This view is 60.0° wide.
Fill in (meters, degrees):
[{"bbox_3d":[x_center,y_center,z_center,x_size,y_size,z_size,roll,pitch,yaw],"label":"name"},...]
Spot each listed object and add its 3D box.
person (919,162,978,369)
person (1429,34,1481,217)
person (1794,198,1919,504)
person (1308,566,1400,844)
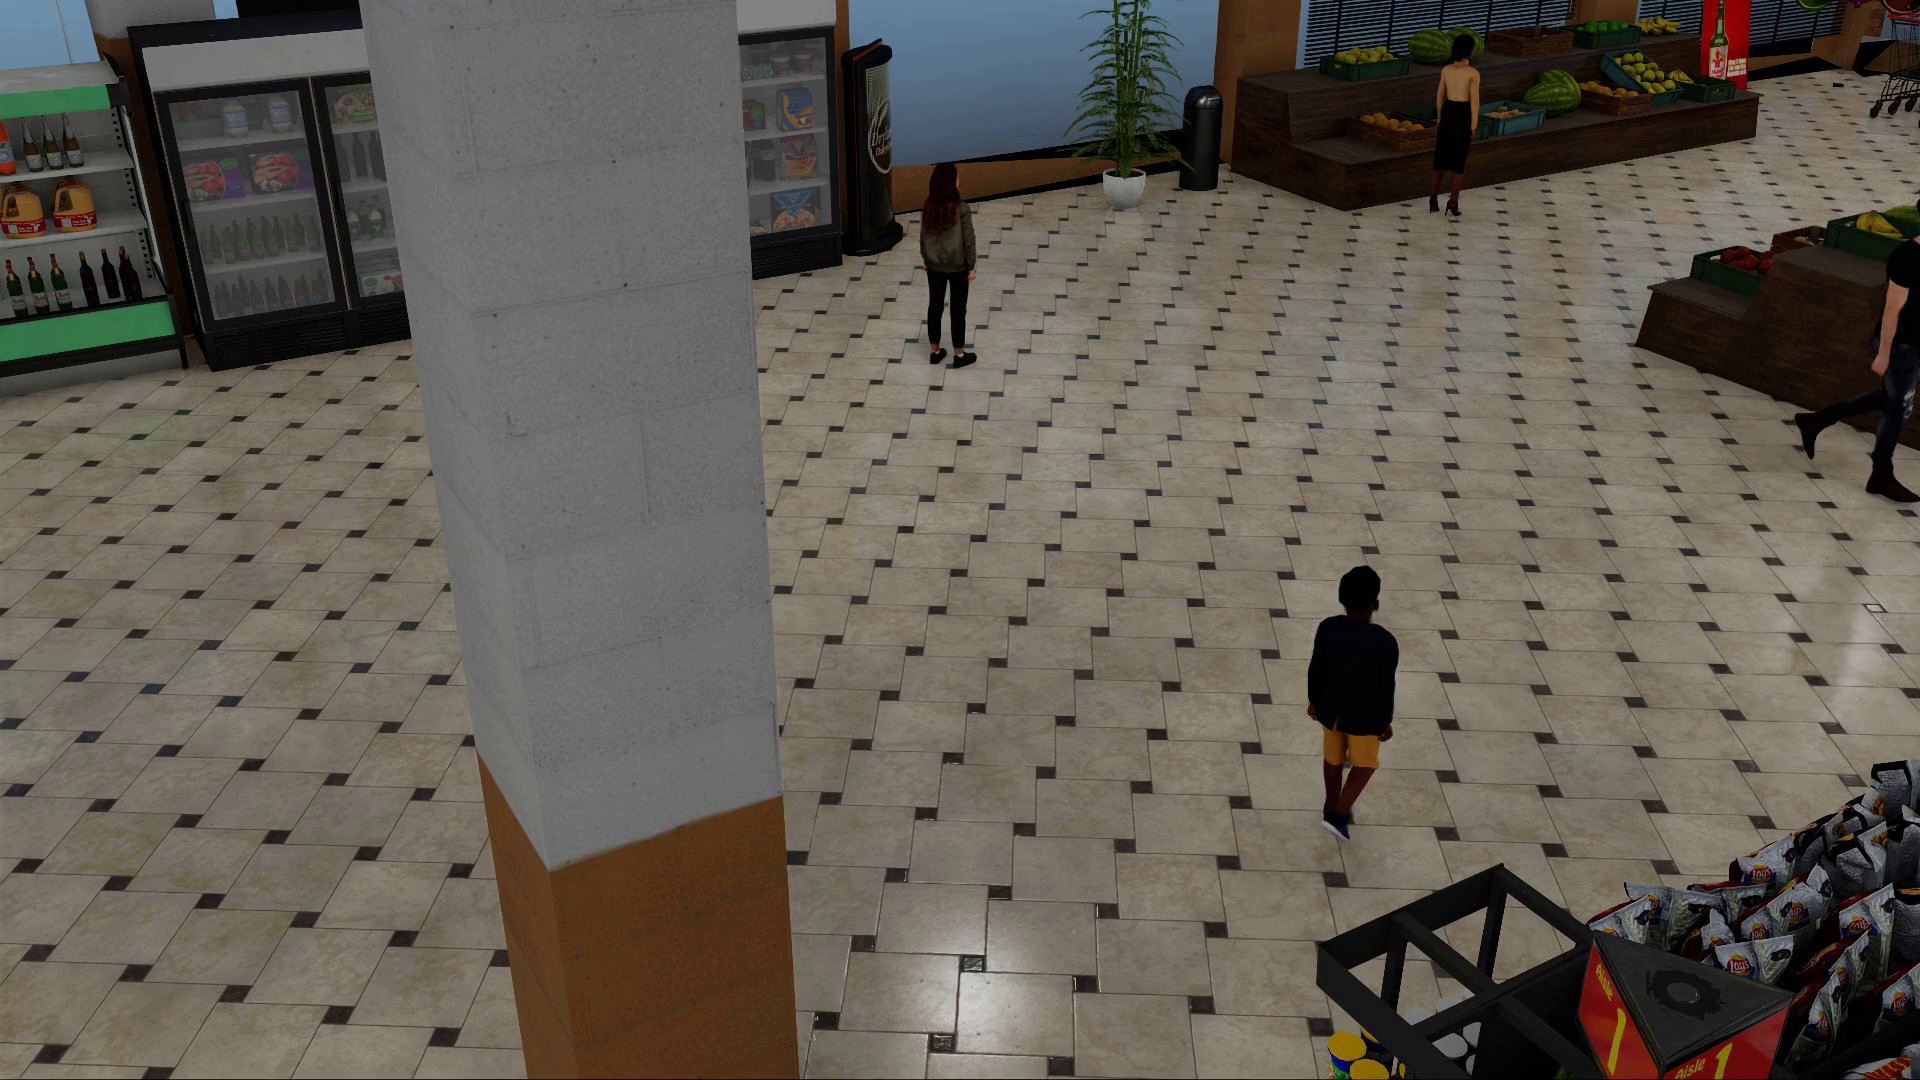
[{"bbox_3d":[-0.090,-1.970,11.922,0.658,1.475,0.677,13,30,24],"label":"person"},{"bbox_3d":[4.585,-3.839,15.411,0.620,1.653,0.613,24,35,39],"label":"person"},{"bbox_3d":[5.542,-1.196,9.950,1.085,1.879,0.905,-23,35,-38],"label":"person"},{"bbox_3d":[1.602,0.709,6.871,0.686,1.265,0.768,15,31,27],"label":"person"}]
